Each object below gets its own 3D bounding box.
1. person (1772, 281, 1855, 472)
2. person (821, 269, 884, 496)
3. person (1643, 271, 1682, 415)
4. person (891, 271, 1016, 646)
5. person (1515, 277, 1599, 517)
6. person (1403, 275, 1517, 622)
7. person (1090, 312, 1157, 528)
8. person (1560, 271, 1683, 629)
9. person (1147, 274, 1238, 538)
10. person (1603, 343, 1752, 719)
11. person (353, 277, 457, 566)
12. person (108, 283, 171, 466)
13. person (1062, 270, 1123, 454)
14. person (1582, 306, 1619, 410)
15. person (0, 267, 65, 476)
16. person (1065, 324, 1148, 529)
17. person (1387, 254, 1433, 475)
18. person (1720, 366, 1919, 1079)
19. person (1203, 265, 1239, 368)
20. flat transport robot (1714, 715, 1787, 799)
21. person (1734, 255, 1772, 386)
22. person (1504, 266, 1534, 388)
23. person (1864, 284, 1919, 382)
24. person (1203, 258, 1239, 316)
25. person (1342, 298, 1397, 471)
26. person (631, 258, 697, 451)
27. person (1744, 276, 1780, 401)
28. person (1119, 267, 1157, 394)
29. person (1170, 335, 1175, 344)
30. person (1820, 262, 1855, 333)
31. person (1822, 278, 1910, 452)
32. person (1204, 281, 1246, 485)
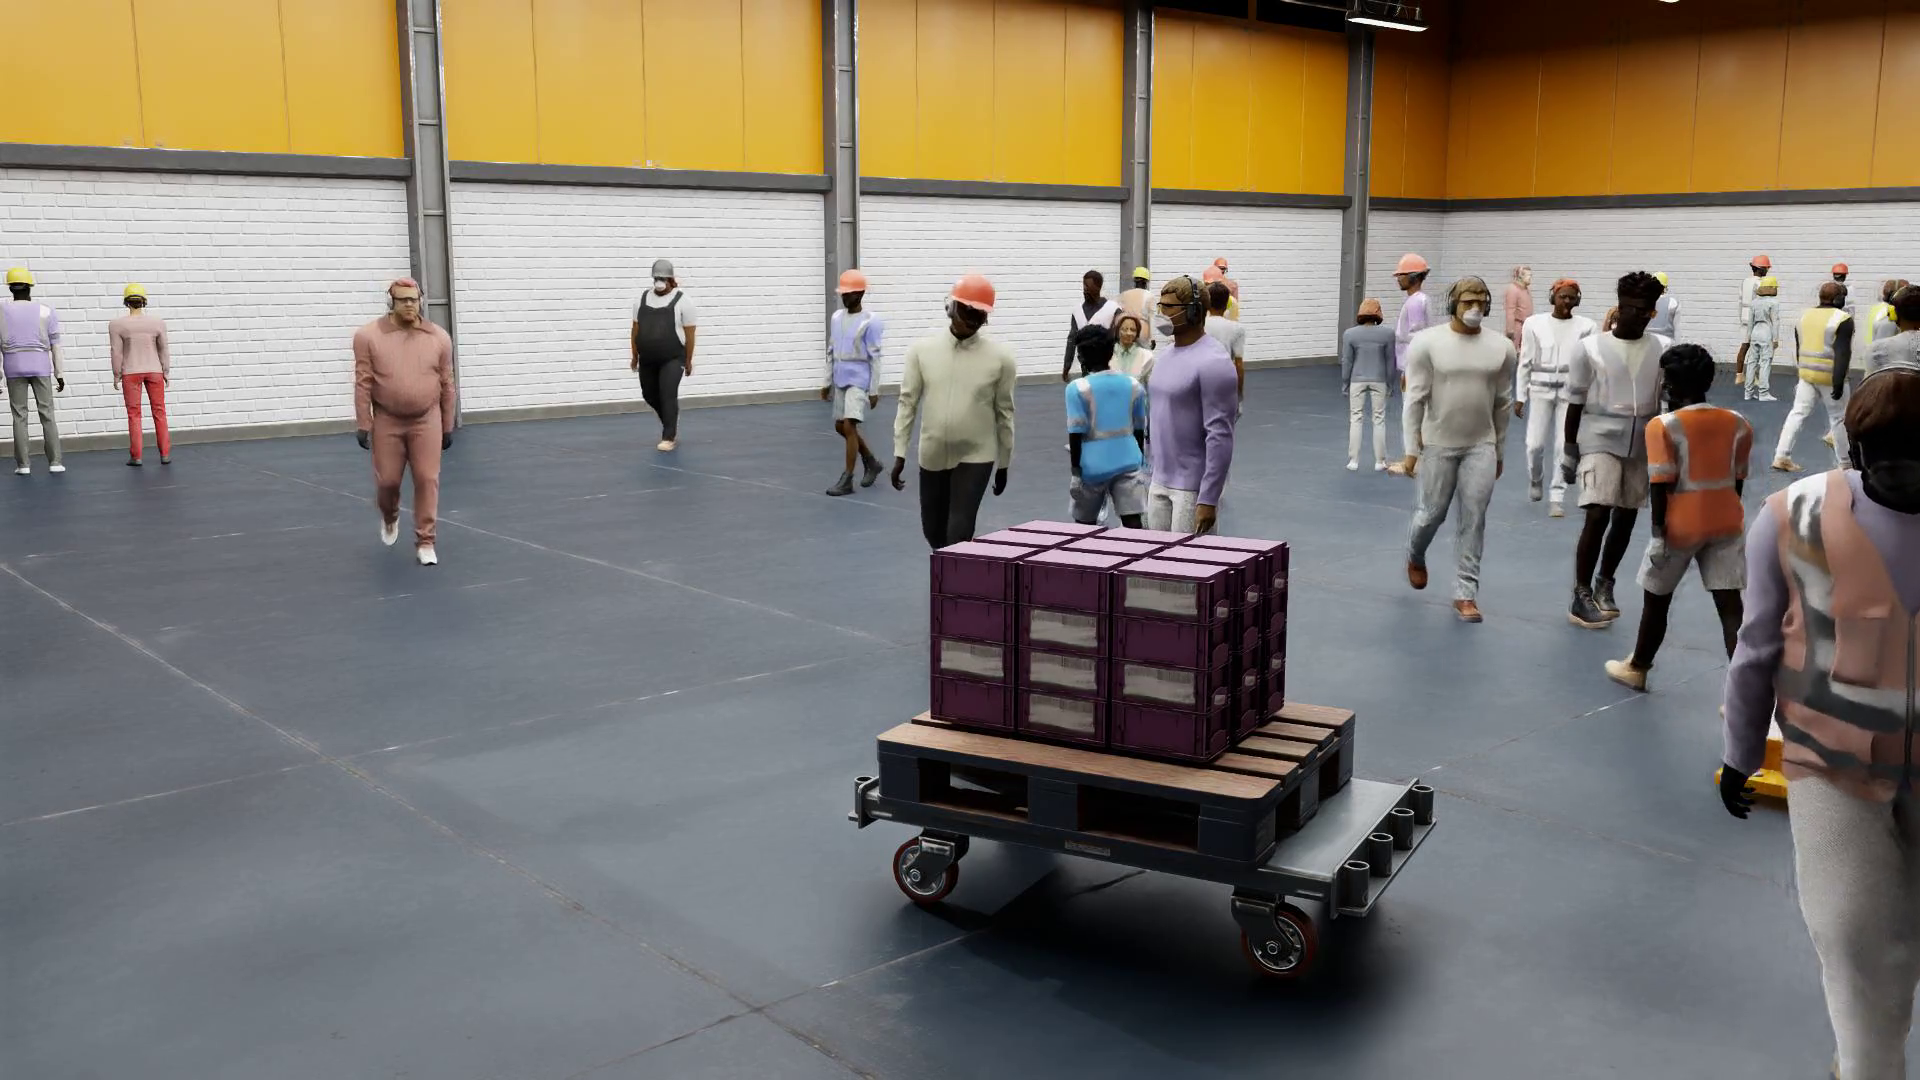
[{"bbox_3d":[8.063,-1.520,15.568,0.950,1.798,0.641,-3,10,-19],"label":"person"},{"bbox_3d":[-0.902,-1.356,14.260,0.566,1.915,0.786,9,13,43],"label":"person"},{"bbox_3d":[8.584,-2.391,20.547,0.589,1.833,0.404,4,10,22],"label":"person"},{"bbox_3d":[-0.007,-0.460,8.907,0.633,1.952,0.929,2,10,12],"label":"person"},{"bbox_3d":[4.673,-1.128,13.057,0.599,1.863,0.548,3,10,16],"label":"person"},{"bbox_3d":[2.796,-0.535,9.429,0.641,1.922,0.750,0,10,-1],"label":"person"},{"bbox_3d":[1.169,-0.847,12.091,0.530,1.623,0.506,-1,10,-5],"label":"person"},{"bbox_3d":[3.663,-0.504,9.184,0.627,1.933,0.636,0,10,0],"label":"person"},{"bbox_3d":[1.024,-0.233,7.600,0.372,1.940,0.627,-3,10,-19],"label":"person"},{"bbox_3d":[3.265,-0.048,7.392,0.537,1.640,0.913,-1,10,-7],"label":"person"},{"bbox_3d":[-3.668,-0.795,11.032,0.658,1.888,0.663,-4,11,-23],"label":"person"},{"bbox_3d":[-7.914,-1.594,16.074,0.526,1.768,0.314,-8,12,-38],"label":"person"},{"bbox_3d":[1.274,-1.749,16.682,0.950,1.870,0.606,-9,13,-43],"label":"person"},{"bbox_3d":[5.804,-1.286,14.778,0.518,1.591,0.864,6,12,33],"label":"person"},{"bbox_3d":[-8.637,-1.559,15.406,0.592,1.923,0.381,-6,11,-30],"label":"person"},{"bbox_3d":[0.836,-0.401,9.450,0.561,1.640,0.890,-4,10,-22],"label":"person"},{"bbox_3d":[4.186,-1.618,15.451,0.415,2.032,0.639,3,10,19],"label":"person"},{"bbox_3d":[2.052,0.525,3.602,0.713,1.785,0.876,4,10,20],"label":"person"},{"bbox_3d":[2.836,-2.109,18.630,0.569,1.920,0.464,1,10,6],"label":"person"},{"bbox_3d":[3.521,0.779,6.552,0.652,0.197,1.431,8,12,38],"label":"flat transport robot"},{"bbox_3d":[12.395,-3.414,25.924,0.392,2.041,0.615,-1,10,-8],"label":"person"},{"bbox_3d":[8.491,-3.257,25.501,0.832,1.879,0.651,9,13,42],"label":"person"},{"bbox_3d":[5.712,-0.614,10.071,0.563,1.856,0.396,2,10,12],"label":"person"},{"bbox_3d":[4.279,-3.652,27.460,0.625,1.990,0.394,-1,10,-4],"label":"person"},{"bbox_3d":[3.859,-1.467,15.717,0.498,1.633,0.279,3,10,16],"label":"person"},{"bbox_3d":[-3.109,-1.986,17.568,0.689,2.000,0.807,3,10,16],"label":"person"},{"bbox_3d":[11.308,-2.830,23.382,0.298,1.742,0.493,-4,11,-23],"label":"person"},{"bbox_3d":[2.494,-2.934,23.626,0.588,1.879,0.969,5,11,28],"label":"person"},{"bbox_3d":[3.301,-2.924,24.382,0.523,1.588,0.866,9,13,43],"label":"person"},{"bbox_3d":[14.049,-3.491,26.718,0.689,1.921,0.567,-6,11,-31],"label":"person"},{"bbox_3d":[9.164,-1.700,16.585,0.890,1.816,0.620,3,10,19],"label":"person"},{"bbox_3d":[2.030,-1.168,13.441,0.515,1.818,1.005,1,10,5],"label":"person"}]
